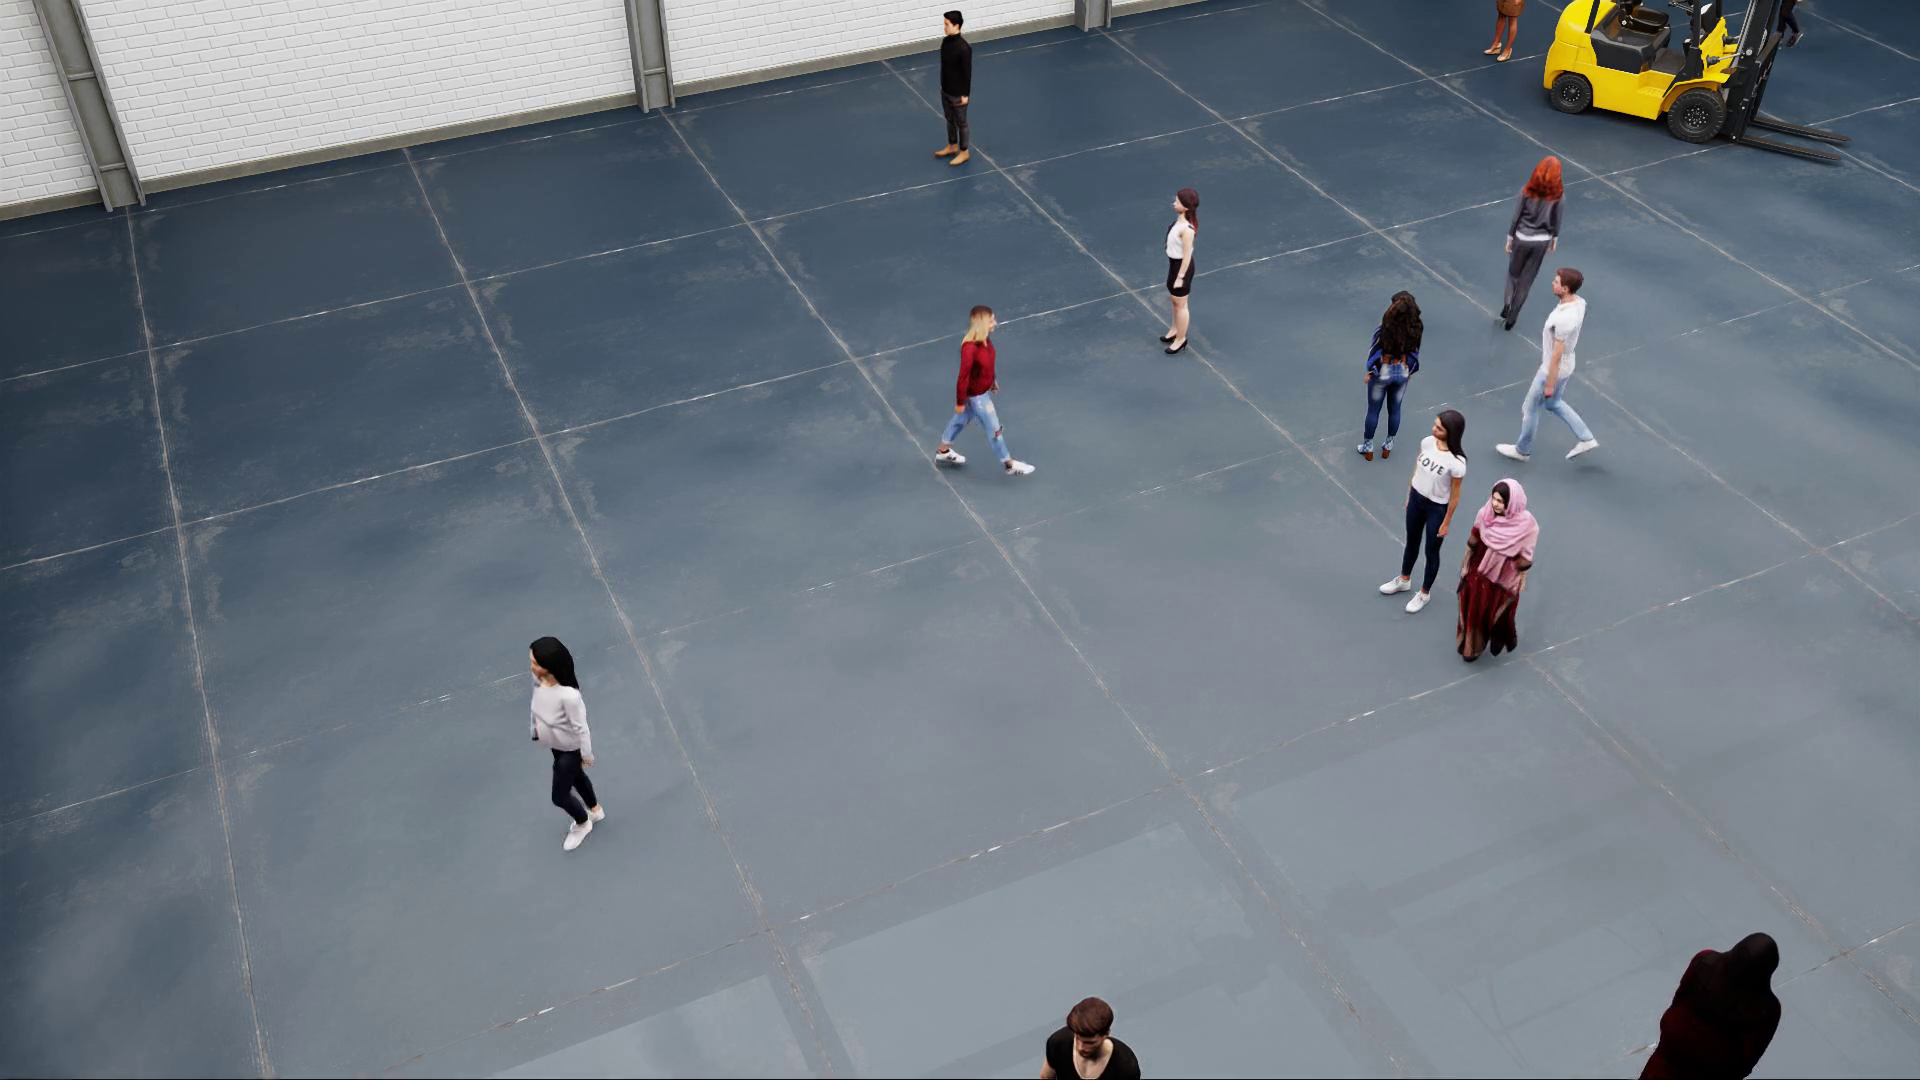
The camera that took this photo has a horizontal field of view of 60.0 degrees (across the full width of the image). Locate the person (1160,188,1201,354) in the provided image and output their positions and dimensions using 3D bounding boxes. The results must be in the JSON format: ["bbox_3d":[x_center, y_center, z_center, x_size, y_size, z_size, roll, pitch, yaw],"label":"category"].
[{"bbox_3d":[2.034,-2.487,15.339,0.615,1.649,0.617,-2,39,-3],"label":"person"}]

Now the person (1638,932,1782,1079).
[{"bbox_3d":[3.898,2.695,8.774,0.874,1.744,0.788,-28,46,-30],"label":"person"}]

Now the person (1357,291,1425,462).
[{"bbox_3d":[3.614,-1.387,13.988,0.598,1.617,0.738,-4,39,-4],"label":"person"}]

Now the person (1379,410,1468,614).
[{"bbox_3d":[3.519,-0.237,12.421,0.544,1.775,0.606,-20,43,-24],"label":"person"}]

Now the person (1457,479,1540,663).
[{"bbox_3d":[3.889,0.192,12.009,0.778,1.618,0.822,26,45,29],"label":"person"}]

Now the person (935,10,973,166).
[{"bbox_3d":[-0.054,-5.036,18.473,0.568,1.722,0.679,-22,44,-25],"label":"person"}]

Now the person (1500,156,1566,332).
[{"bbox_3d":[5.318,-2.720,15.540,0.697,1.762,0.747,16,41,19],"label":"person"}]

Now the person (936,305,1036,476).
[{"bbox_3d":[0.069,-1.224,13.812,1.170,1.581,1.040,8,39,10],"label":"person"}]

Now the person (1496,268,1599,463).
[{"bbox_3d":[5.040,-1.387,13.820,1.076,1.827,1.087,17,42,20],"label":"person"}]

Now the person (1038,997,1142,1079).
[{"bbox_3d":[0.636,2.920,8.371,0.758,1.896,0.809,14,41,17],"label":"person"}]

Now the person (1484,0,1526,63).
[{"bbox_3d":[6.897,-6.832,20.752,0.512,1.684,0.567,-14,41,-17],"label":"person"}]

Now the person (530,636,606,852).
[{"bbox_3d":[-2.445,1.246,10.635,0.725,1.687,0.718,-30,48,-32],"label":"person"}]
